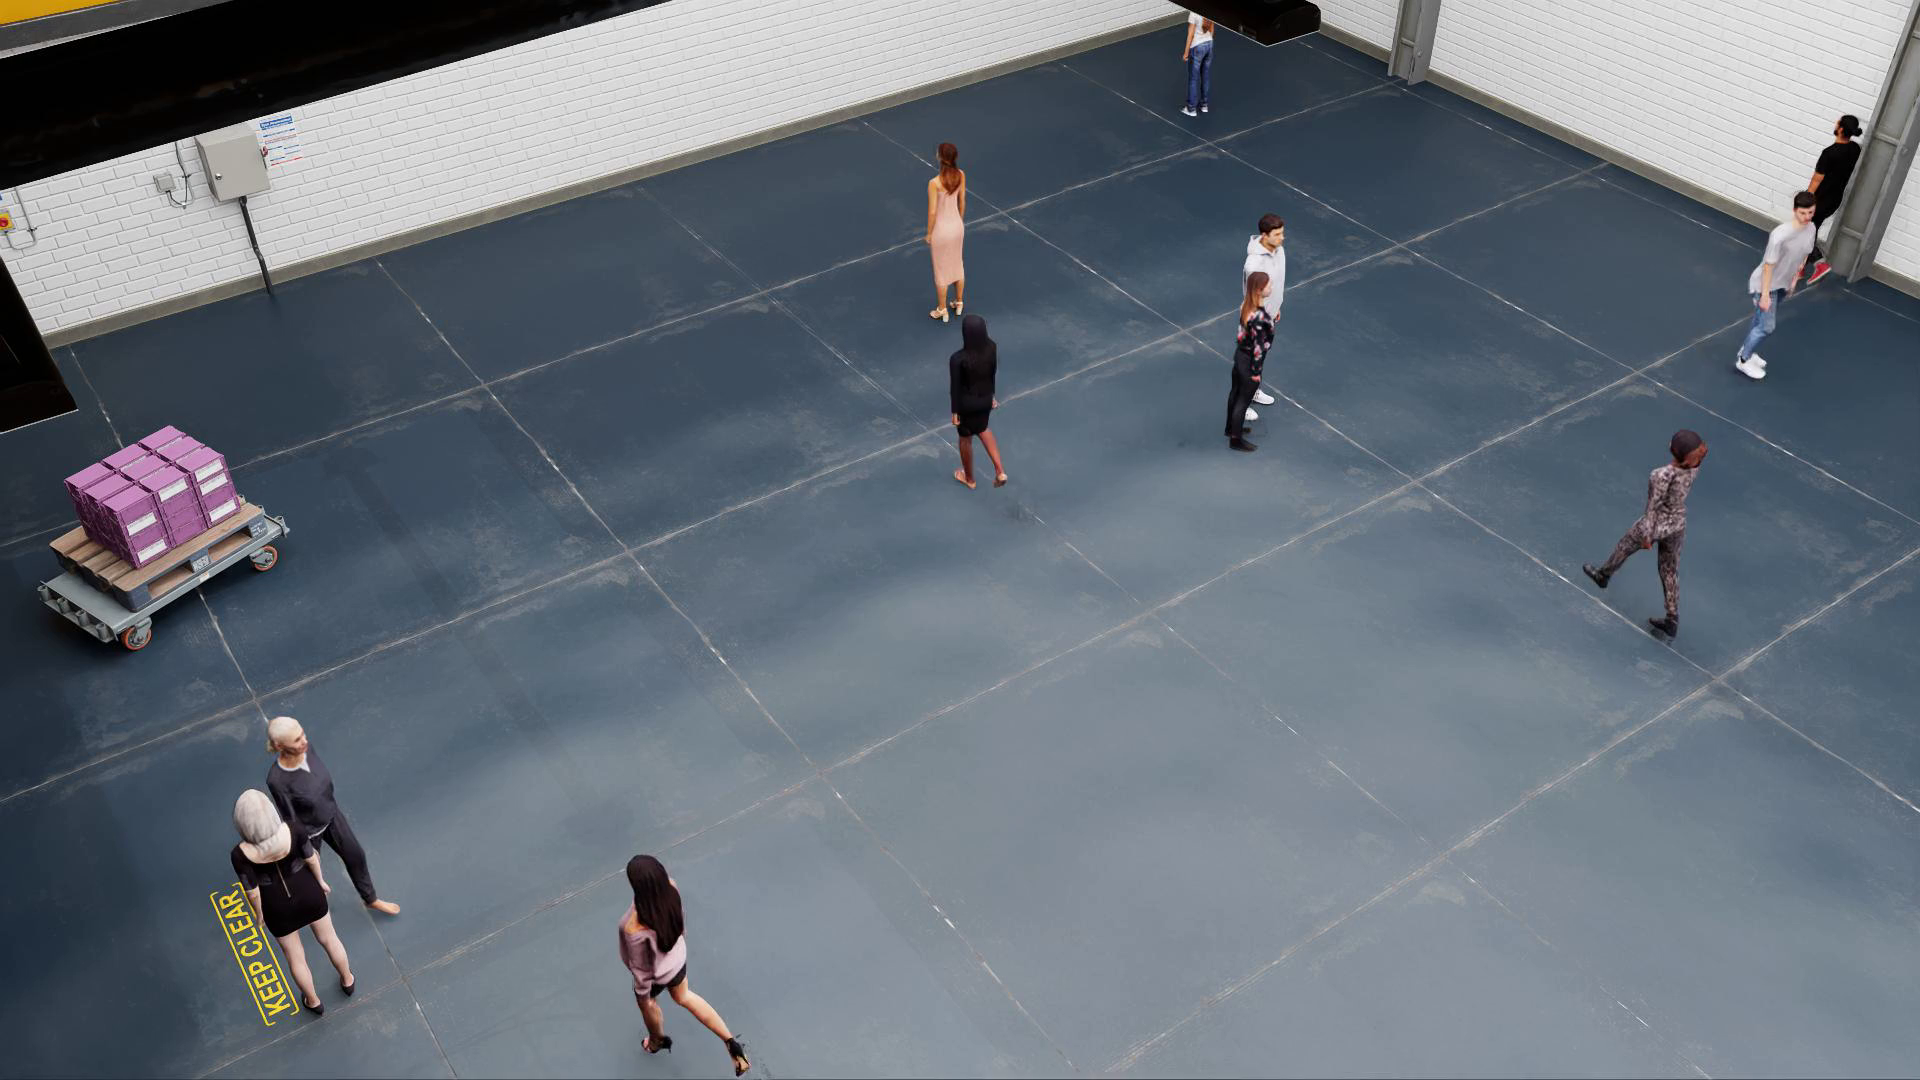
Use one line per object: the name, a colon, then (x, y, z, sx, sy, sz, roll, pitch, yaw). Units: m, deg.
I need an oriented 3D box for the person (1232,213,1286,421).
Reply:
person: (2.605, -1.987, 14.571, 0.729, 1.931, 0.757, 23, 44, 26)

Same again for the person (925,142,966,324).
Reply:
person: (-0.120, -2.934, 15.836, 0.582, 1.832, 0.510, -26, 45, -28)

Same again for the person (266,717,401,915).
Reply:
person: (-4.037, 1.713, 10.131, 1.136, 1.689, 1.051, 9, 39, 11)

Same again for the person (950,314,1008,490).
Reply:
person: (0.172, -1.071, 13.604, 0.625, 1.706, 0.827, -25, 45, -28)

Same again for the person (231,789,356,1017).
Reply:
person: (-3.842, 2.077, 9.563, 0.580, 1.829, 0.499, -25, 45, -28)

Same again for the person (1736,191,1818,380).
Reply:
person: (7.330, -2.347, 15.075, 0.687, 1.864, 0.681, -29, 47, -31)

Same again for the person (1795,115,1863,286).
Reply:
person: (8.538, -3.304, 16.370, 0.692, 1.743, 0.871, -19, 42, -22)

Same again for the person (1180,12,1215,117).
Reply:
person: (2.842, -5.807, 19.651, 0.557, 1.561, 0.556, -18, 42, -21)

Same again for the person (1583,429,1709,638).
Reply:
person: (5.265, -0.032, 12.340, 0.721, 1.660, 1.201, -17, 41, -20)

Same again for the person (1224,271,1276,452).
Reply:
person: (2.468, -1.548, 14.220, 0.715, 1.683, 0.613, -1, 39, -1)

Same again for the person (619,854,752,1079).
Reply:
person: (-1.571, 2.401, 9.190, 1.120, 1.789, 0.931, 17, 42, 20)
